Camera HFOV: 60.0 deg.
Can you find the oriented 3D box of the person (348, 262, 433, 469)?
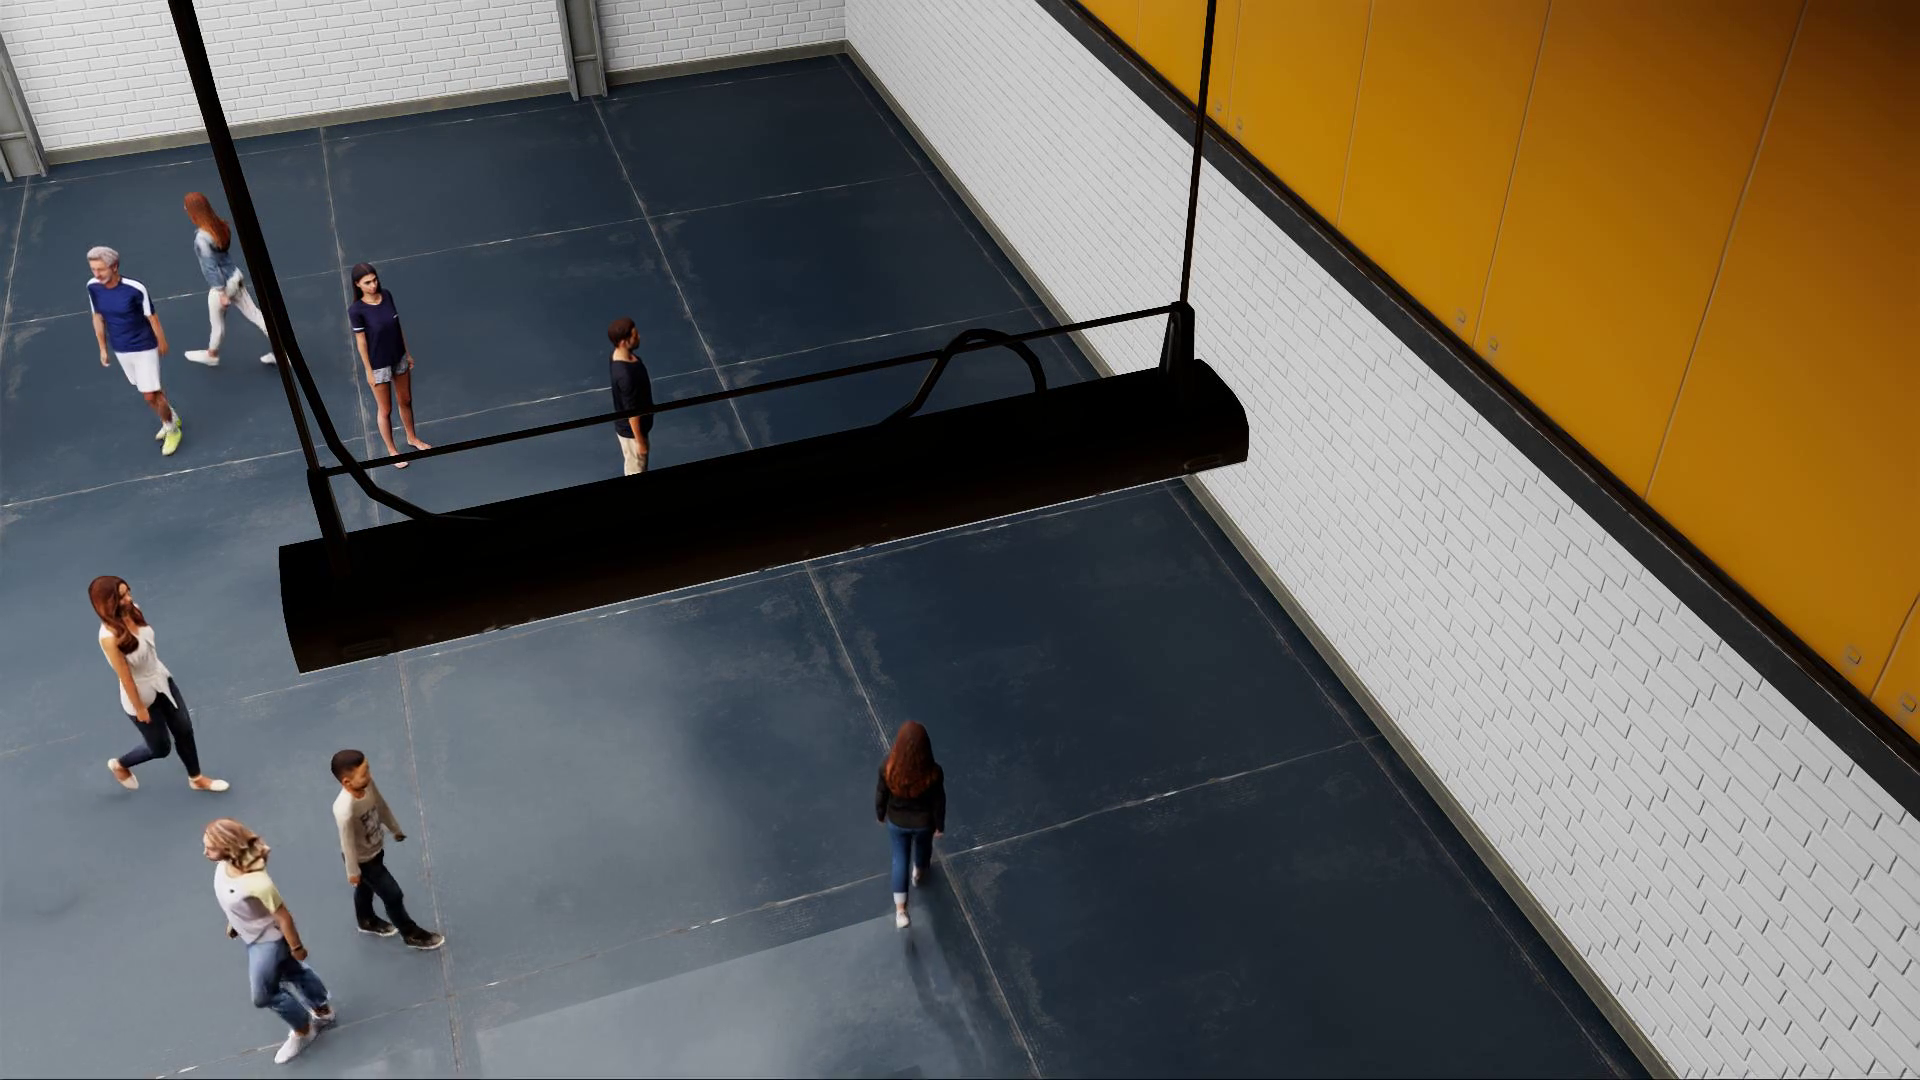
[{"bbox_3d":[-4.556,-1.414,13.212,0.727,1.765,0.635,23,44,26],"label":"person"}]

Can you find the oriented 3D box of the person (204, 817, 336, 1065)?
[{"bbox_3d":[-3.633,2.051,8.916,0.744,1.711,0.774,31,48,33],"label":"person"}]

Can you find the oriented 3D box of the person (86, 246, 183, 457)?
[{"bbox_3d":[-6.605,-1.605,13.408,0.811,1.819,0.867,7,39,9],"label":"person"}]

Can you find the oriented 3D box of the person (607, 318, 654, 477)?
[{"bbox_3d":[-2.455,-0.846,12.429,0.550,1.854,0.637,-10,40,-13],"label":"person"}]

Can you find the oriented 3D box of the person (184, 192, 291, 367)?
[{"bbox_3d":[-6.198,-2.180,14.259,1.198,1.654,0.911,1,39,1],"label":"person"}]

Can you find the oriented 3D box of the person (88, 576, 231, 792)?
[{"bbox_3d":[-5.099,0.946,10.256,1.015,1.765,0.825,2,39,2],"label":"person"}]

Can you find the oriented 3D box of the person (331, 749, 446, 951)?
[{"bbox_3d":[-3.461,1.762,9.488,0.874,1.449,0.730,2,39,3],"label":"person"}]

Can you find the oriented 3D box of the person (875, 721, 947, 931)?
[{"bbox_3d":[-0.284,1.648,9.619,0.940,1.464,0.854,2,39,3],"label":"person"}]
